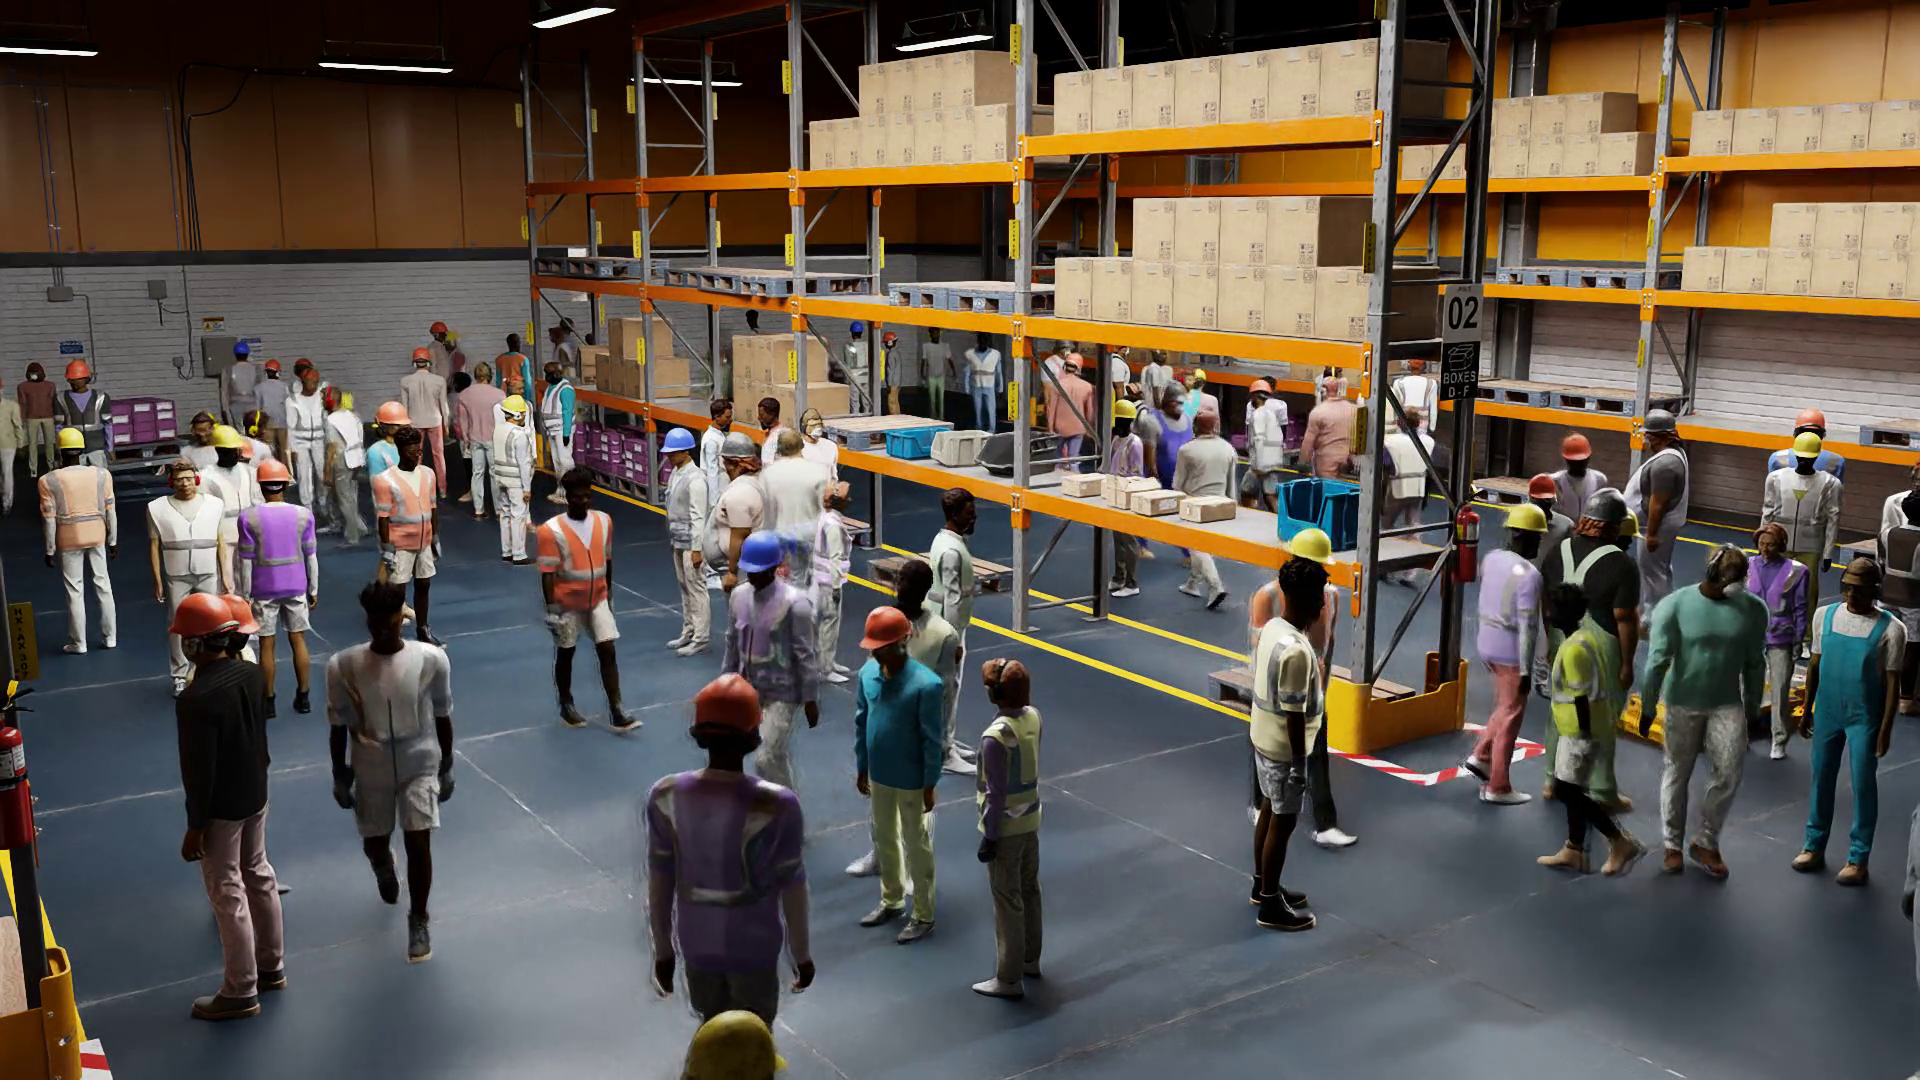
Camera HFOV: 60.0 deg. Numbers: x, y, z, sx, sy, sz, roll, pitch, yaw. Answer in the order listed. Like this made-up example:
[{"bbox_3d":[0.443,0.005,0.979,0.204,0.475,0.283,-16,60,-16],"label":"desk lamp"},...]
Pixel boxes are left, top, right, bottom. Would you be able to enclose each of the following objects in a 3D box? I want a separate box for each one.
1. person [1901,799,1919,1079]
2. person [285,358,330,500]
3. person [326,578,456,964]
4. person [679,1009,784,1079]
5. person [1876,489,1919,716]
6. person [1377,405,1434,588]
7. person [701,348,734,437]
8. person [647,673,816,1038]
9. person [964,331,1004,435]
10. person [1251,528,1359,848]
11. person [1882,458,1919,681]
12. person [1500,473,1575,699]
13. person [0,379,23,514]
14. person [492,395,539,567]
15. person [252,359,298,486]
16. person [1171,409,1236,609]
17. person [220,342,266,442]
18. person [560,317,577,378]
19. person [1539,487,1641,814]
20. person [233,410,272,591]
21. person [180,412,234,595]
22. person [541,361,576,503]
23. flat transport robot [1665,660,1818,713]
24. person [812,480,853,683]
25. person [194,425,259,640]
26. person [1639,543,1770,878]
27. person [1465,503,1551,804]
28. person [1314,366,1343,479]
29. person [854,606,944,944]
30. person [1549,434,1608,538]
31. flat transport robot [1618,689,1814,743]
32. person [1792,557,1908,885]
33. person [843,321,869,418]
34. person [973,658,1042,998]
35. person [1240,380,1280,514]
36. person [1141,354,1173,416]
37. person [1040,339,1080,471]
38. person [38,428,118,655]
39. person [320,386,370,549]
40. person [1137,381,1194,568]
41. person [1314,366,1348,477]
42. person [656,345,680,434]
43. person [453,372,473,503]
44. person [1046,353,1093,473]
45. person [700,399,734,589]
[{"bbox_3d":[4.041,1.471,6.710,0.400,1.896,0.649,-1,11,-7],"label":"person"},{"bbox_3d":[-8.527,-1.477,21.895,0.585,1.861,0.819,-1,11,-7],"label":"person"},{"bbox_3d":[-2.870,1.113,8.437,0.607,1.942,0.739,-3,12,-16],"label":"person"},{"bbox_3d":[-0.582,2.028,4.266,0.487,1.733,0.327,10,15,43],"label":"person"},{"bbox_3d":[7.054,0.460,12.403,0.320,1.692,0.537,-4,12,-21],"label":"person"},{"bbox_3d":[4.431,-0.457,16.772,0.591,1.810,0.811,-2,11,-10],"label":"person"},{"bbox_3d":[-3.893,-2.292,26.705,0.752,1.603,0.546,6,12,27],"label":"person"},{"bbox_3d":[-0.848,1.495,6.214,0.606,2.030,0.427,4,12,19],"label":"person"},{"bbox_3d":[0.379,-2.445,26.848,0.646,1.876,0.587,2,11,10],"label":"person"},{"bbox_3d":[1.999,0.872,9.800,0.608,1.883,0.908,-3,11,-15],"label":"person"},{"bbox_3d":[7.449,0.268,12.913,0.594,1.877,0.372,6,12,27],"label":"person"},{"bbox_3d":[4.418,0.355,12.768,0.563,1.753,0.327,1,11,8],"label":"person"},{"bbox_3d":[-12.079,-1.219,20.905,0.575,1.726,0.731,-3,11,-14],"label":"person"},{"bbox_3d":[-4.704,-0.624,17.618,0.404,1.824,0.586,-11,15,-43],"label":"person"},{"bbox_3d":[-9.388,-1.612,22.863,0.567,1.743,0.349,0,11,-2],"label":"person"},{"bbox_3d":[2.350,-0.309,15.869,0.641,1.876,0.904,-6,13,-30],"label":"person"},{"bbox_3d":[-10.264,-1.877,23.820,0.607,1.901,0.970,-8,13,-34],"label":"person"},{"bbox_3d":[-6.836,-2.920,29.058,0.372,1.940,0.632,-5,12,-25],"label":"person"},{"bbox_3d":[3.978,0.673,10.407,0.536,2.000,0.684,-6,13,-30],"label":"person"},{"bbox_3d":[-6.964,-0.372,16.304,0.571,1.831,0.369,2,11,9],"label":"person"},{"bbox_3d":[-7.134,-0.280,15.770,0.536,1.854,0.594,-2,11,-11],"label":"person"},{"bbox_3d":[-5.205,-1.401,21.576,0.429,1.831,0.633,-8,14,-35],"label":"person"},{"bbox_3d":[6.174,1.073,12.903,0.652,0.197,1.431,-6,12,-27],"label":"flat transport robot"},{"bbox_3d":[-1.012,0.326,13.245,0.317,1.629,0.515,-1,11,-8],"label":"person"},{"bbox_3d":[-6.276,-0.031,14.334,0.381,1.936,0.589,6,12,26],"label":"person"},{"bbox_3d":[4.136,0.954,9.271,0.700,1.920,0.496,1,11,7],"label":"person"},{"bbox_3d":[3.497,0.714,10.553,0.471,1.900,0.608,-2,11,-12],"label":"person"},{"bbox_3d":[4.558,-1.228,20.579,0.310,1.868,0.532,-1,11,-5],"label":"person"},{"bbox_3d":[-0.338,1.186,8.558,0.578,1.737,0.355,10,15,40],"label":"person"},{"bbox_3d":[5.200,0.036,14.079,0.571,1.875,0.978,1,11,5],"label":"person"},{"bbox_3d":[5.444,1.234,12.078,1.431,0.197,0.652,-6,12,-27],"label":"flat transport robot"},{"bbox_3d":[4.961,0.993,9.290,0.343,1.840,0.502,-8,14,-36],"label":"person"},{"bbox_3d":[-1.699,-2.664,27.724,0.605,1.948,0.388,-10,15,-41],"label":"person"},{"bbox_3d":[0.235,1.360,7.920,0.310,1.638,0.522,5,12,25],"label":"person"},{"bbox_3d":[3.312,-0.839,18.588,0.822,1.869,0.620,8,14,37],"label":"person"},{"bbox_3d":[2.992,-2.086,25.234,0.533,1.766,0.328,-3,12,-16],"label":"person"},{"bbox_3d":[1.496,-1.952,23.840,0.688,2.000,0.536,-10,15,-43],"label":"person"},{"bbox_3d":[-7.458,0.009,14.094,0.366,1.926,0.594,10,15,42],"label":"person"},{"bbox_3d":[-6.843,-0.792,18.444,0.443,1.828,0.575,0,11,-1],"label":"person"},{"bbox_3d":[2.190,-0.744,17.657,0.676,2.000,1.045,-5,12,-26],"label":"person"},{"bbox_3d":[5.074,-1.640,22.774,0.343,1.838,0.509,-11,15,-43],"label":"person"},{"bbox_3d":[-4.933,-2.652,27.958,0.513,1.841,0.352,2,11,9],"label":"person"},{"bbox_3d":[-6.403,-1.337,21.583,0.317,1.695,0.548,-2,11,-9],"label":"person"},{"bbox_3d":[1.362,-1.412,21.306,0.637,1.950,0.838,-3,11,-14],"label":"person"},{"bbox_3d":[-2.413,-0.457,16.540,0.401,1.909,0.599,0,11,0],"label":"person"}]
